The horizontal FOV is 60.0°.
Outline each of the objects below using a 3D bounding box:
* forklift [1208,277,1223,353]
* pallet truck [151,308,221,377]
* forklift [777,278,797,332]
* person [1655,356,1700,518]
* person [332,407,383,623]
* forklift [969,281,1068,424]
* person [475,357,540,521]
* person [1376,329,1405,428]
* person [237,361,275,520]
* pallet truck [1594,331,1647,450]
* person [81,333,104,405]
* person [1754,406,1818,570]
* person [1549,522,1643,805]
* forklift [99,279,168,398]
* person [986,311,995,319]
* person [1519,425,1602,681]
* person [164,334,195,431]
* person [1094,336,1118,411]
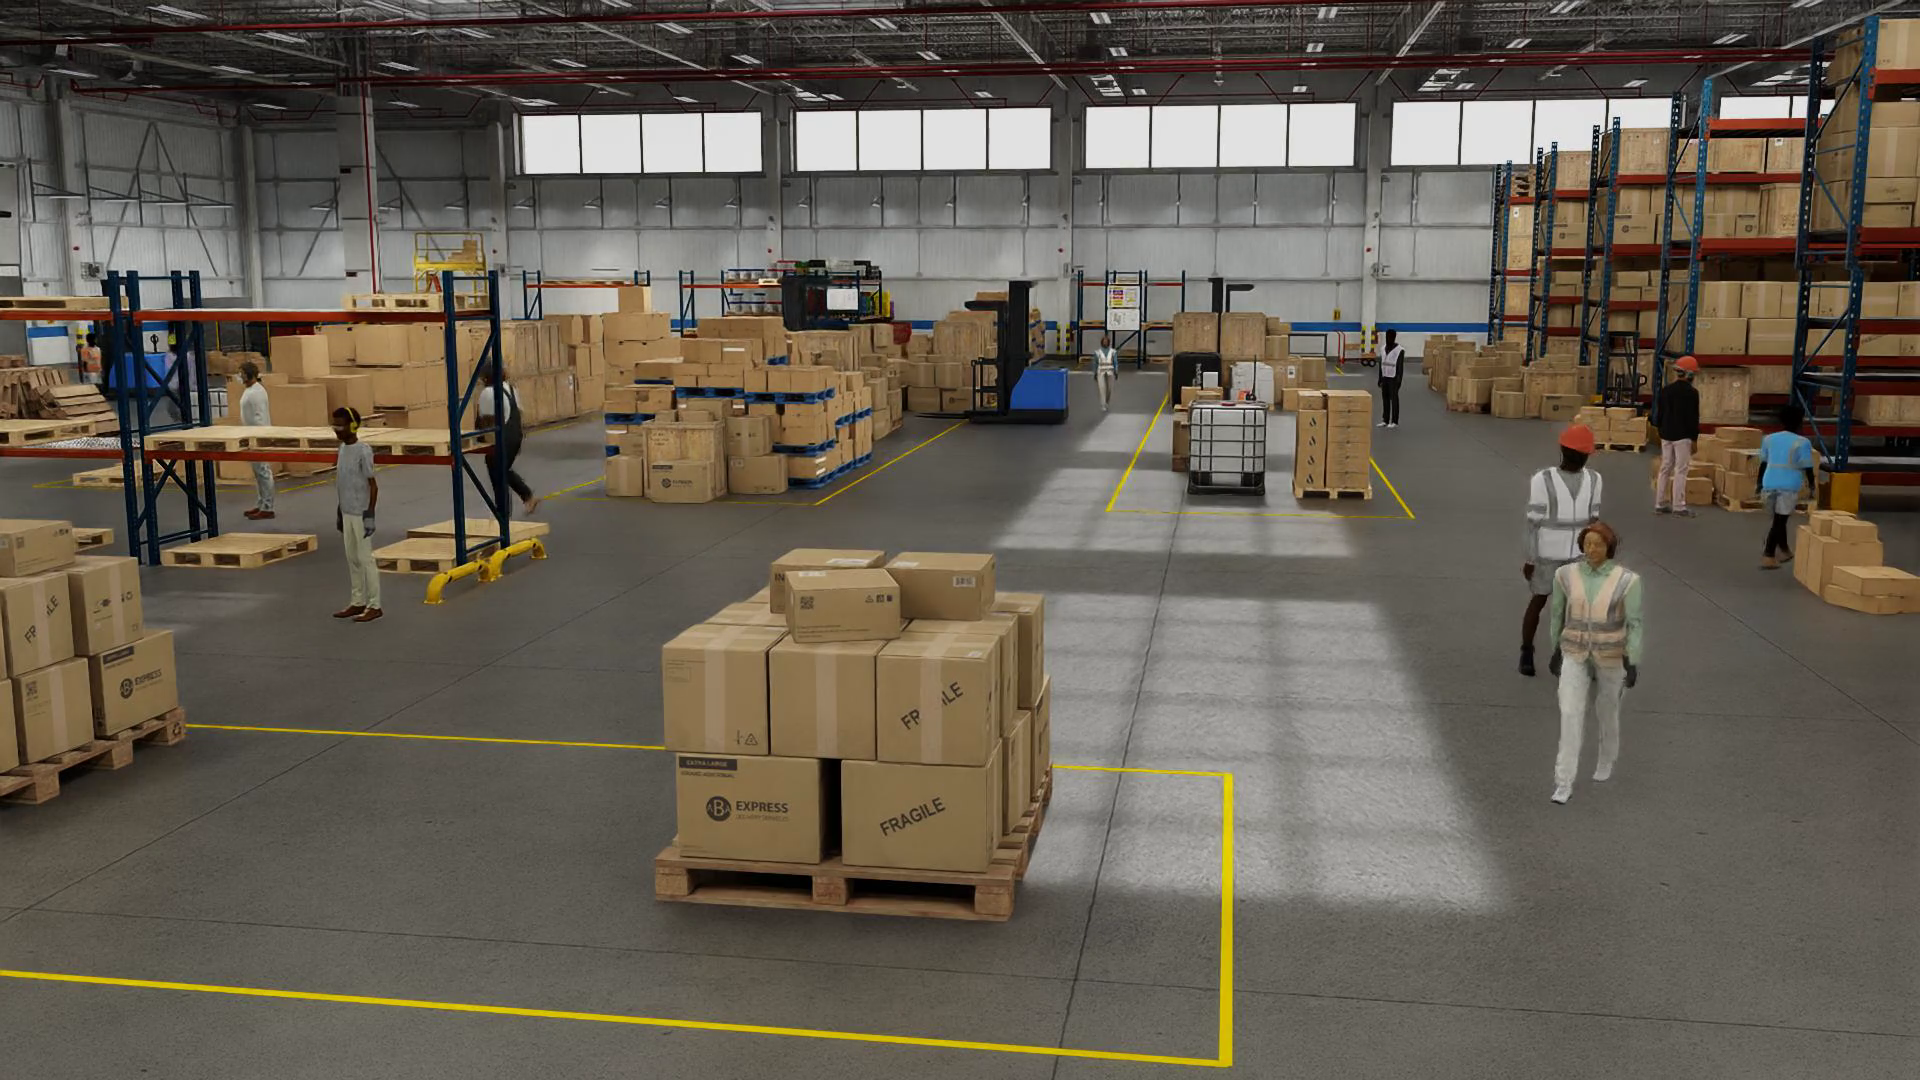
[{"bbox_3d":[7.459,-6.244,48.421,1.873,2.768,1.129,1,9,9],"label":"forklift"},{"bbox_3d":[-21.869,-5.598,47.154,0.823,1.965,1.885,4,10,26],"label":"pallet truck"},{"bbox_3d":[-4.385,-5.292,42.555,1.873,2.768,1.129,-2,9,-10],"label":"forklift"},{"bbox_3d":[8.860,-1.271,20.473,0.396,1.992,0.623,-3,10,-19],"label":"person"},{"bbox_3d":[-5.237,-0.218,14.381,0.534,1.865,0.311,8,12,39],"label":"person"},{"bbox_3d":[1.194,-3.753,33.059,1.873,2.768,1.129,1,9,9],"label":"forklift"},{"bbox_3d":[-5.510,-1.208,19.950,0.618,2.000,0.695,2,9,13],"label":"person"},{"bbox_3d":[8.326,-3.115,32.121,0.397,1.911,0.587,-5,11,-30],"label":"person"},{"bbox_3d":[-8.593,-1.215,20.303,0.379,1.940,0.629,-5,10,-27],"label":"person"},{"bbox_3d":[11.253,-2.573,28.499,0.823,1.965,1.885,5,10,27],"label":"pallet truck"},{"bbox_3d":[-18.795,-3.641,36.047,0.445,1.690,0.539,2,9,12],"label":"person"},{"bbox_3d":[8.477,-0.537,16.987,0.852,1.653,0.559,-5,10,-27],"label":"person"},{"bbox_3d":[3.686,0.682,9.659,0.529,1.595,0.847,6,11,32],"label":"person"},{"bbox_3d":[-19.606,-4.720,39.027,1.873,2.768,1.129,1,9,9],"label":"forklift"},{"bbox_3d":[0.757,-5.404,46.218,0.470,1.913,0.646,1,9,7],"label":"person"},{"bbox_3d":[4.484,0.099,12.321,0.638,1.895,0.737,-1,9,-8],"label":"person"},{"bbox_3d":[-13.950,-2.724,29.691,0.629,1.907,0.461,2,9,13],"label":"person"},{"bbox_3d":[3.147,-3.614,36.061,0.524,1.619,0.589,0,9,-2],"label":"person"}]
